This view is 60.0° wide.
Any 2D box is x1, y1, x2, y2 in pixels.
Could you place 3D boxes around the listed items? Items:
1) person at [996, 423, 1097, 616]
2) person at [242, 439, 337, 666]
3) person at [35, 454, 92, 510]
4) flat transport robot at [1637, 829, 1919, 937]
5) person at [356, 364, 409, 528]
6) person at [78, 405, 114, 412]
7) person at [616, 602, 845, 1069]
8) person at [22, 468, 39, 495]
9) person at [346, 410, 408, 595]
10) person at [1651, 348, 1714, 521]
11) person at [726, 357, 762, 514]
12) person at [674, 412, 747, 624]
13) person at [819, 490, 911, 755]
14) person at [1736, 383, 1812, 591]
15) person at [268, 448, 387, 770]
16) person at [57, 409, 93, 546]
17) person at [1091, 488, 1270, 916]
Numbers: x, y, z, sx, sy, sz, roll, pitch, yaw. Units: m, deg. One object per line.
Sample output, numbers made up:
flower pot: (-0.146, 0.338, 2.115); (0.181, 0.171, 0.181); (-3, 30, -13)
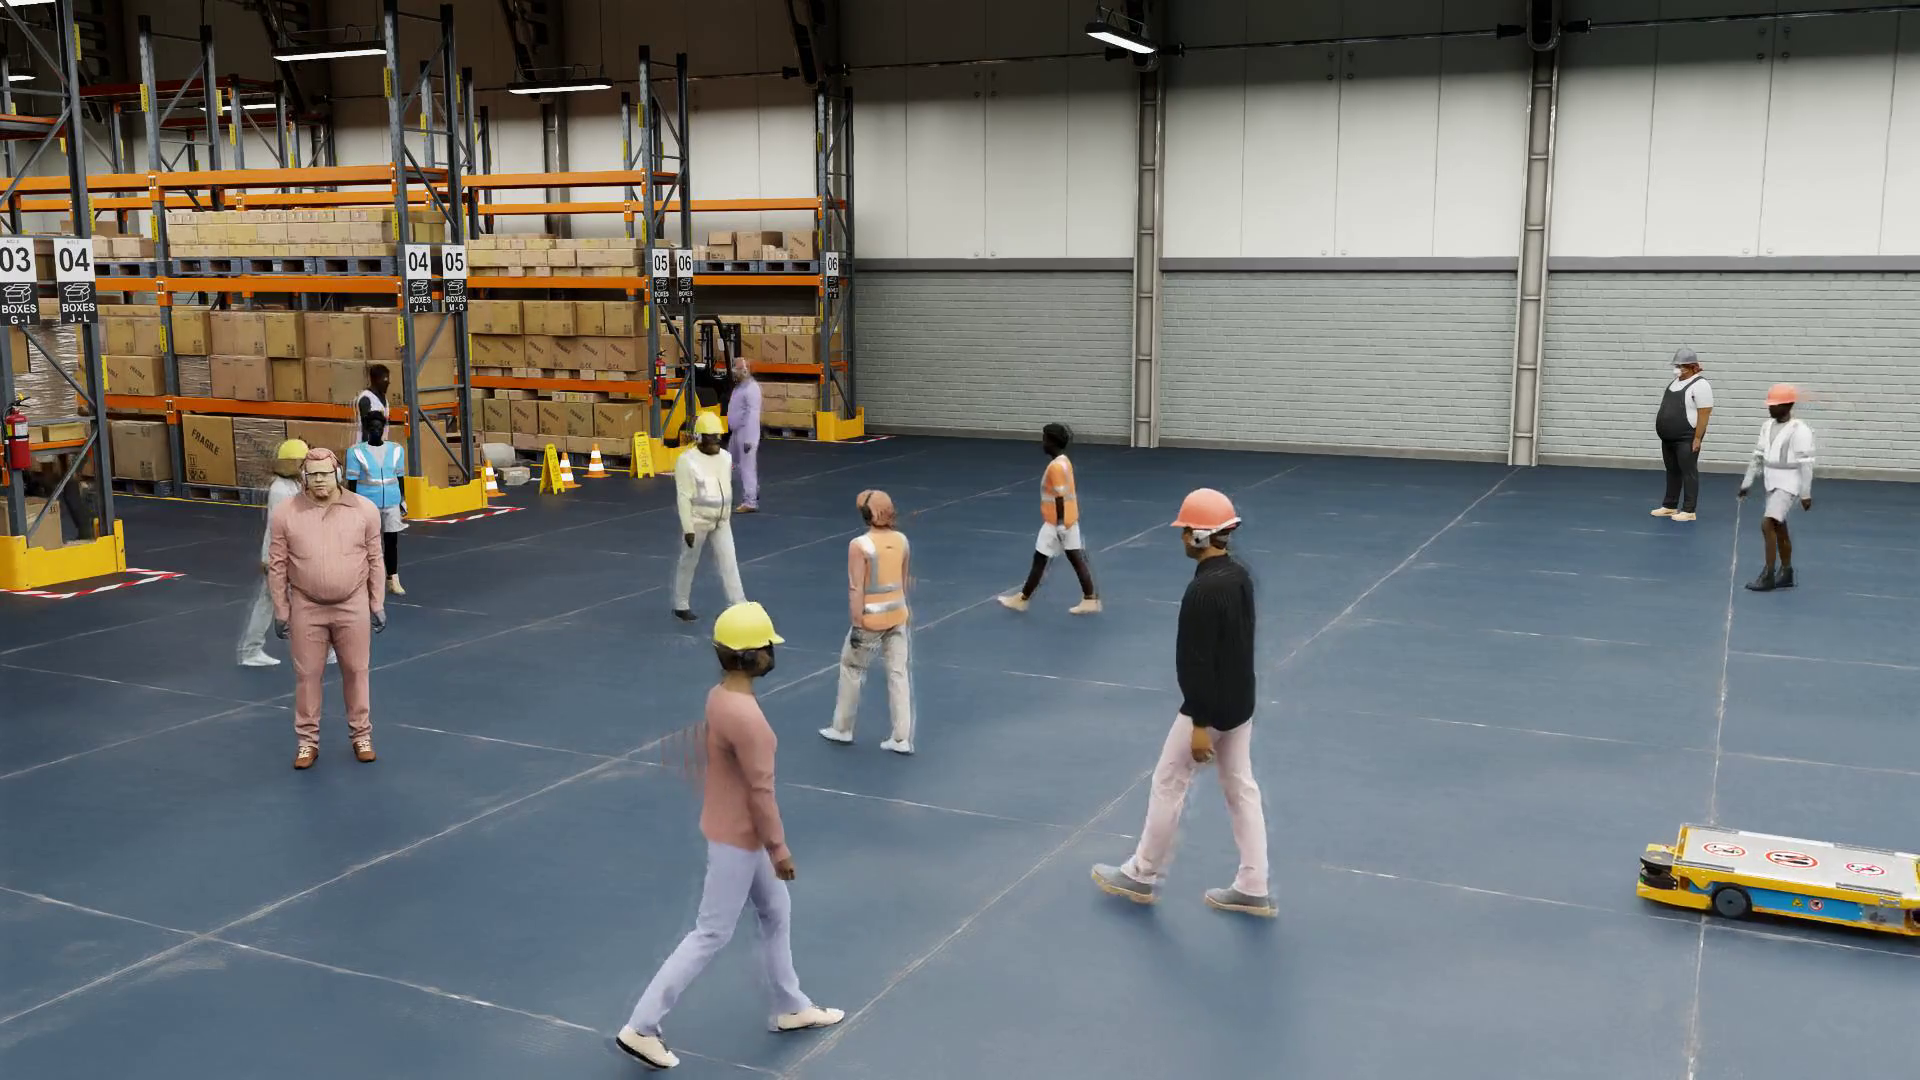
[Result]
person: (0.778, -0.171, 14.139); (0.884, 1.641, 0.544); (2, 10, 14)
person: (-4.933, 0.101, 12.325); (0.898, 1.685, 0.495); (-2, 9, -11)
person: (-10.763, -1.284, 19.838); (0.759, 2.023, 0.630); (6, 11, 31)
flat transport robot: (3.922, 1.574, 7.673); (1.431, 0.197, 0.652); (5, 10, 26)
person: (-6.690, -1.055, 18.881); (0.715, 1.877, 0.604); (1, 9, 5)
person: (-13.064, -2.114, 25.276); (0.842, 1.916, 0.546); (3, 10, 18)
person: (-0.882, 1.087, 6.195); (0.879, 1.731, 0.516); (-3, 10, -18)
person: (-12.459, -1.510, 21.620); (0.918, 1.910, 0.561); (4, 10, 24)
person: (-5.223, -0.322, 14.936); (0.540, 1.695, 0.317); (-7, 12, -37)
person: (8.458, -1.249, 19.568); (0.537, 2.000, 0.689); (-2, 9, -11)
person: (-2.625, -1.257, 20.048); (0.432, 1.894, 0.670); (-4, 10, -22)
person: (-2.056, -0.156, 13.668); (0.935, 1.780, 0.623); (8, 12, 41)
person: (-0.570, 0.490, 10.205); (0.754, 1.605, 0.539); (8, 13, 42)
person: (7.447, -0.481, 15.252); (0.745, 1.905, 0.557); (-1, 9, -7)
person: (-3.738, 0.401, 9.865); (0.651, 1.906, 0.402); (-4, 10, -22)
person: (-9.361, -0.790, 17.494); (0.394, 1.801, 0.707); (-4, 10, -21)
person: (1.040, 0.736, 7.646); (0.925, 1.954, 0.649); (6, 11, 33)
